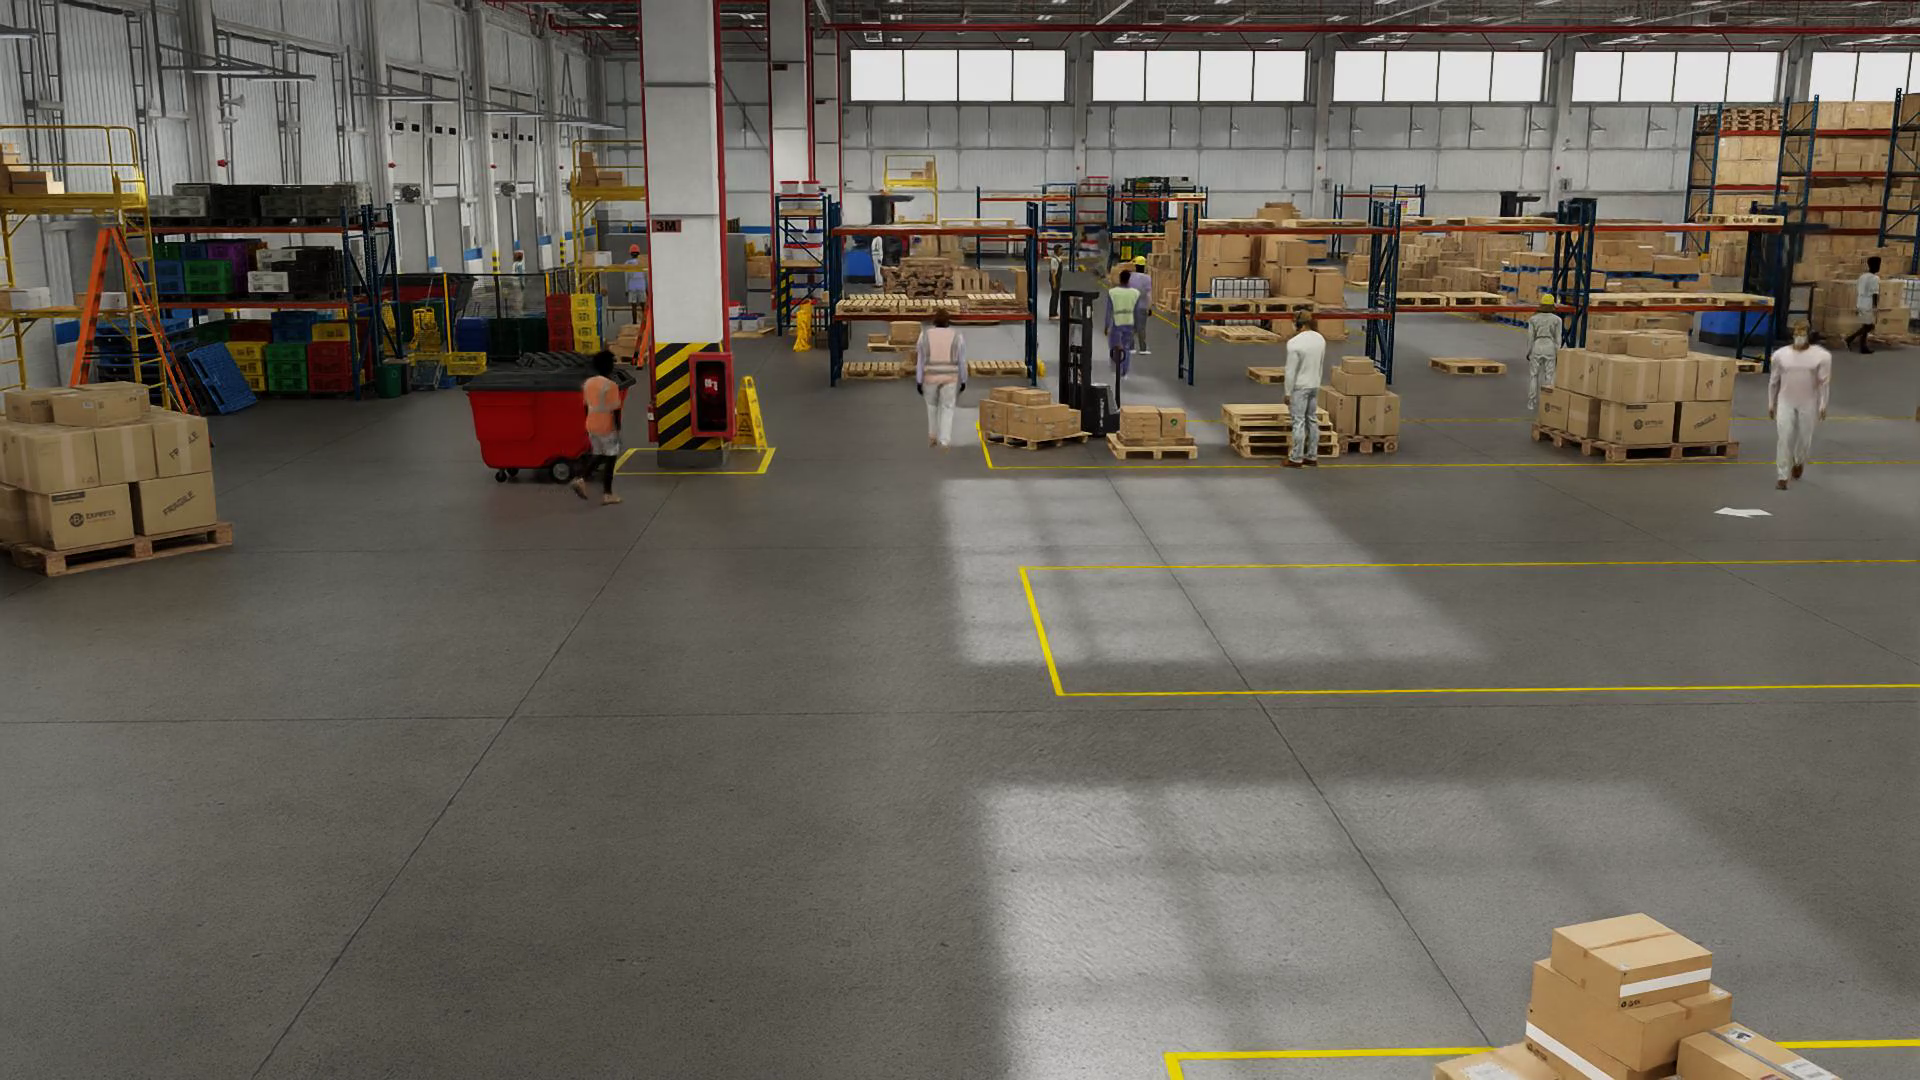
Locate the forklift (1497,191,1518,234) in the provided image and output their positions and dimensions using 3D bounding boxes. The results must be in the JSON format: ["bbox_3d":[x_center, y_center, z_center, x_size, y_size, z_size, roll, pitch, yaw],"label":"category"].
[{"bbox_3d":[20.662,-11.779,62.902,1.873,2.768,1.129,0,12,-2],"label":"forklift"}]

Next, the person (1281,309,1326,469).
[{"bbox_3d":[4.153,-1.820,20.114,0.623,1.933,0.368,-9,16,-37],"label":"person"}]

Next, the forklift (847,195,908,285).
[{"bbox_3d":[-2.561,-9.515,52.683,1.873,2.768,1.129,3,13,12],"label":"forklift"}]

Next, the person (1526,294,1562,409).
[{"bbox_3d":[8.817,-2.839,25.127,0.493,1.743,0.311,5,13,21],"label":"person"}]

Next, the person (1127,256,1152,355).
[{"bbox_3d":[3.511,-4.600,32.661,0.588,1.927,0.371,8,15,34],"label":"person"}]

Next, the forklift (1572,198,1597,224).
[{"bbox_3d":[17.488,-8.214,46.807,1.873,2.768,1.129,0,12,-2],"label":"forklift"}]

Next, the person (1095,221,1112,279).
[{"bbox_3d":[4.889,-9.754,55.939,0.430,1.924,0.634,-3,13,-15],"label":"person"}]

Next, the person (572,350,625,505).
[{"bbox_3d":[-3.874,-1.189,17.832,0.544,1.681,0.449,12,17,44],"label":"person"}]

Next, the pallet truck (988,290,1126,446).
[{"bbox_3d":[1.257,-2.299,22.111,1.885,1.965,0.823,-9,15,-35],"label":"pallet truck"}]

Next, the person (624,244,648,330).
[{"bbox_3d":[-7.328,-5.712,37.664,0.547,1.934,0.376,-6,14,-26],"label":"person"}]

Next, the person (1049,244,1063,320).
[{"bbox_3d":[2.330,-6.243,40.300,0.341,1.839,0.501,3,13,15],"label":"person"}]

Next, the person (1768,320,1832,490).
[{"bbox_3d":[9.505,-1.549,18.894,0.634,1.921,0.698,6,14,27],"label":"person"}]

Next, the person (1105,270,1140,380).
[{"bbox_3d":[2.776,-3.733,28.825,0.648,1.887,0.602,-3,13,-13],"label":"person"}]

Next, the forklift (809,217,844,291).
[{"bbox_3d":[-4.375,-8.619,48.637,1.873,2.768,1.129,0,12,-2],"label":"forklift"}]

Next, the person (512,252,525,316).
[{"bbox_3d":[-10.795,-6.230,40.696,0.314,1.634,0.516,-7,14,-27],"label":"person"}]

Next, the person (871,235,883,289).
[{"bbox_3d":[-2.549,-8.667,51.141,0.341,1.881,0.581,-6,14,-24],"label":"person"}]

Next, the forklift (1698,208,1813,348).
[{"bbox_3d":[16.288,-5.347,33.863,1.873,2.768,1.129,0,12,-2],"label":"forklift"}]

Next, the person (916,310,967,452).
[{"bbox_3d":[-0.233,-2.072,21.553,0.651,1.791,0.955,0,12,1],"label":"person"}]

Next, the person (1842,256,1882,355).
[{"bbox_3d":[17.678,-4.579,32.517,0.605,1.947,0.626,1,13,4],"label":"person"}]
